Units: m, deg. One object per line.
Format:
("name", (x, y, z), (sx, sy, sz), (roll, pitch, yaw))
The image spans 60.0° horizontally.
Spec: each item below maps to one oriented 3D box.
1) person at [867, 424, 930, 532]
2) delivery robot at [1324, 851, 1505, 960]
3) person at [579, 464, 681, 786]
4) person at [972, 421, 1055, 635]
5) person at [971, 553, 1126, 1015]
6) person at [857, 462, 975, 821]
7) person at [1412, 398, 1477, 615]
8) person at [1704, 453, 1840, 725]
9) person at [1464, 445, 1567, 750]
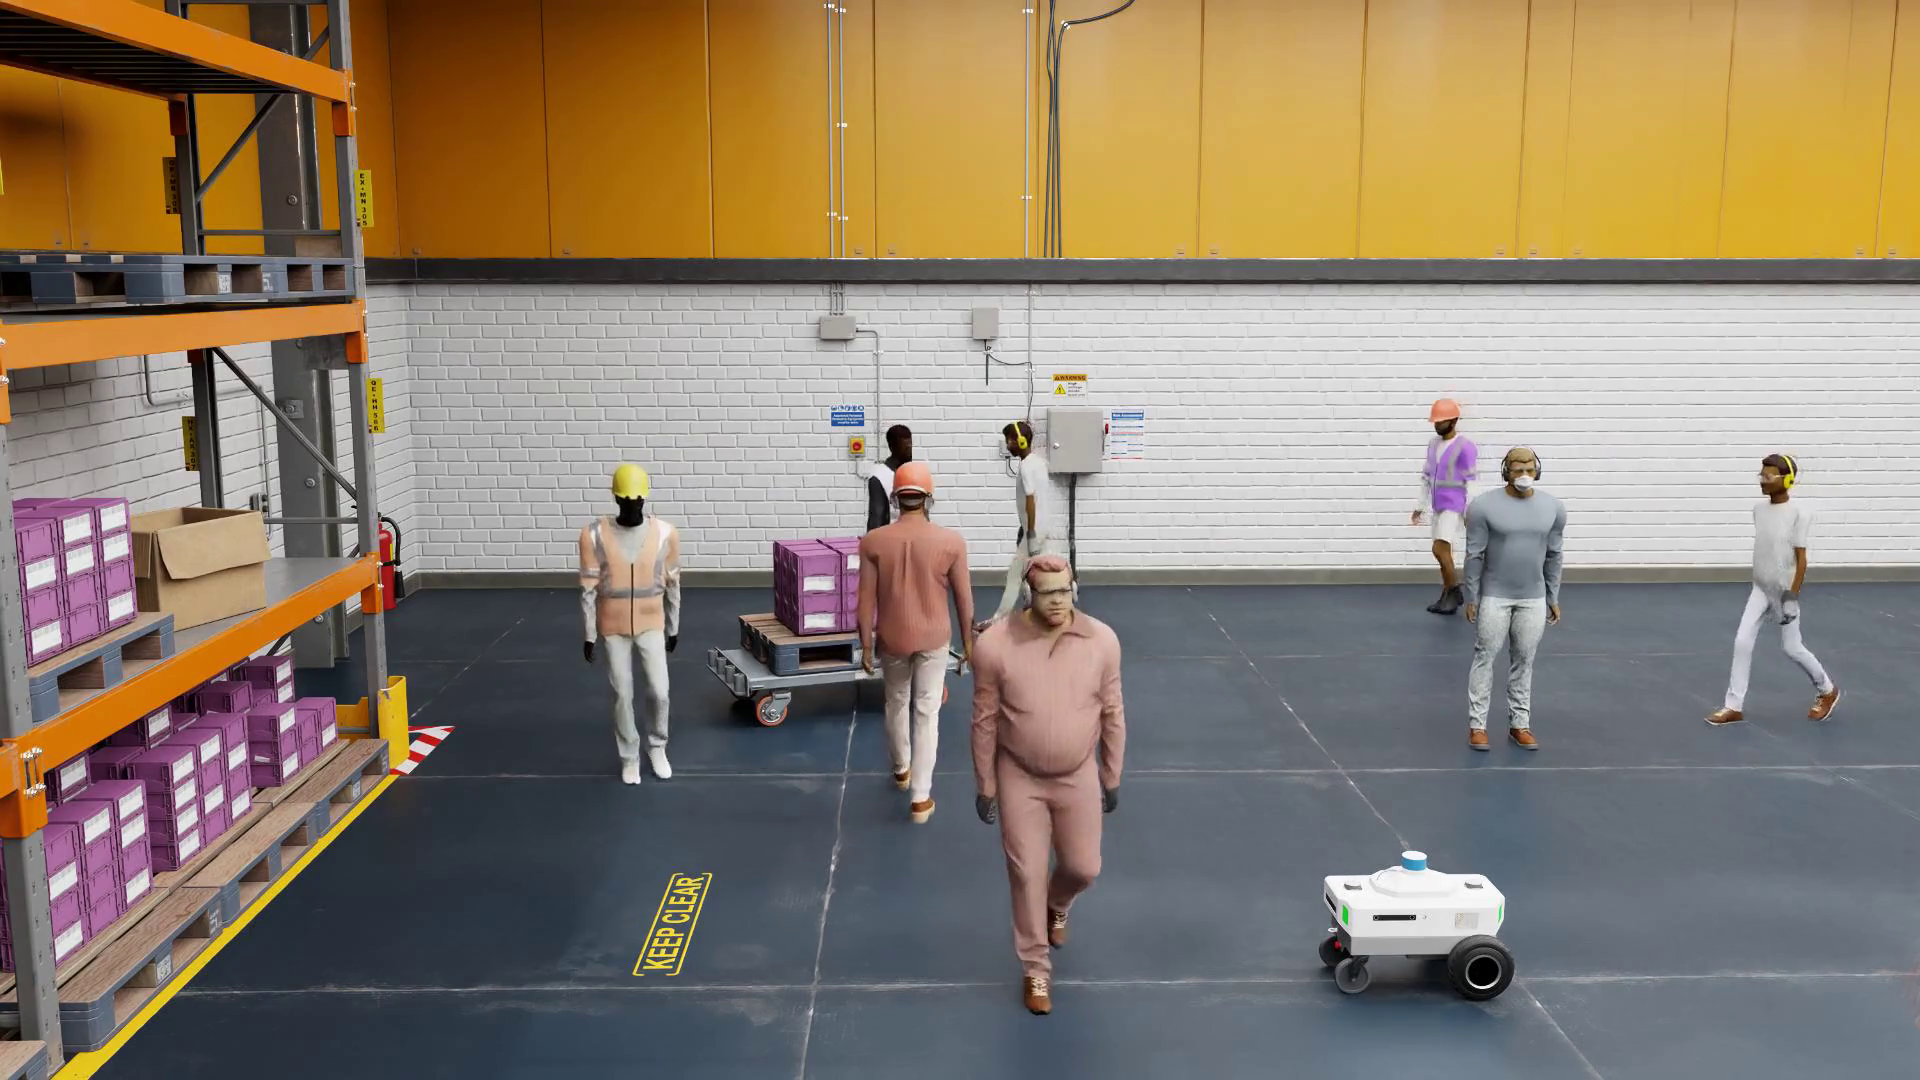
("person", (-0.521, 0.023, 12.866), (1.016, 1.867, 0.584), (4, 10, 24))
("delivery robot", (1.919, 1.568, 7.068), (0.707, 0.478, 0.477), (0, 9, -1))
("person", (-1.921, 0.504, 9.745), (0.592, 1.910, 0.442), (-2, 10, -14))
("person", (0.517, -0.050, 13.429), (0.948, 1.809, 0.526), (3, 10, 21))
("person", (0.361, 0.966, 6.975), (0.654, 1.890, 0.646), (-1, 9, -7))
("person", (-0.231, 0.529, 9.420), (0.633, 1.960, 0.917), (1, 9, 8))
("person", (4.253, -0.291, 14.591), (0.449, 1.912, 0.543), (-3, 10, -18))
("person", (5.478, 0.332, 11.041), (0.902, 1.843, 0.512), (-3, 10, -20))
("person", (3.490, 0.365, 10.496), (0.629, 1.940, 0.376), (0, 9, 0))
